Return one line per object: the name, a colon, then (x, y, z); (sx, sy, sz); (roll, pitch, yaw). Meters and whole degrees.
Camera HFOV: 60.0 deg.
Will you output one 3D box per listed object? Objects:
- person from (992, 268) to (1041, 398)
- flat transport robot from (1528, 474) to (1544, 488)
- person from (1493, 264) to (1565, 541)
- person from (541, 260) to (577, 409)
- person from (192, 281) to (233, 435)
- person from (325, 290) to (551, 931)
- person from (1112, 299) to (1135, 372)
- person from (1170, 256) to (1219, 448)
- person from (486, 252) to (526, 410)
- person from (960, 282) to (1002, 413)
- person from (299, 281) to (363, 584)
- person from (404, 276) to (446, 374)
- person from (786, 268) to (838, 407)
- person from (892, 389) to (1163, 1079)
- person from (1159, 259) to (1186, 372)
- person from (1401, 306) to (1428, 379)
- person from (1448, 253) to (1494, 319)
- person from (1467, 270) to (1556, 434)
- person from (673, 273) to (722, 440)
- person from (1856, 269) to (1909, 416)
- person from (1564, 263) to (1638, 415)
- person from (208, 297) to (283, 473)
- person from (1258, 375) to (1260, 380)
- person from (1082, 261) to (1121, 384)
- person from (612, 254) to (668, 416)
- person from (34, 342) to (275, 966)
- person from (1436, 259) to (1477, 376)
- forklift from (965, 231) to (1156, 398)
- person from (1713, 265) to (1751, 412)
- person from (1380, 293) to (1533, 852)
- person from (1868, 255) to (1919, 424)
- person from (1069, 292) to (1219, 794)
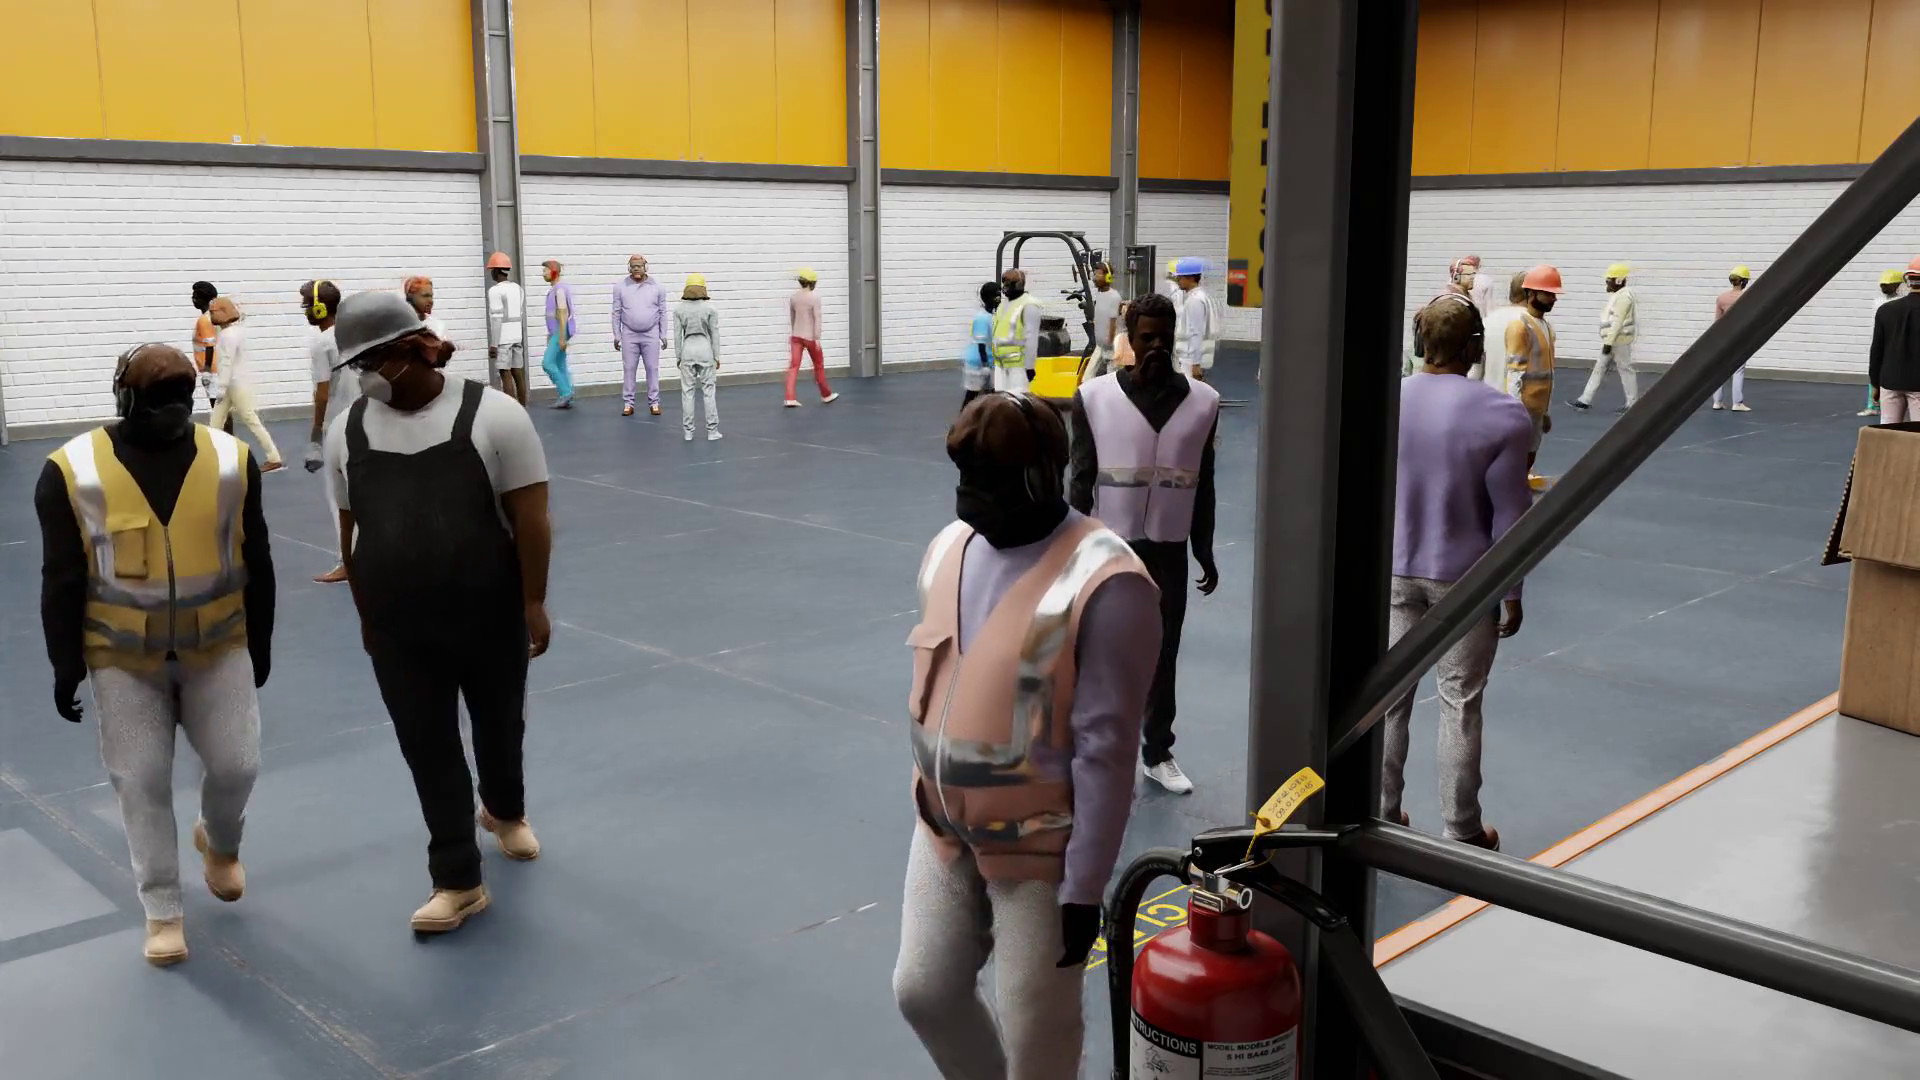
person: (0.593, -1.735, 16.217); (0.721, 1.823, 0.632); (-6, 12, -28)
flat transport robot: (4.138, -0.510, 13.756); (1.431, 0.197, 0.652); (-8, 13, -38)
person: (3.924, -0.915, 11.421); (0.375, 1.933, 0.550); (8, 13, 37)
person: (-4.933, -2.503, 20.371); (0.463, 1.827, 0.599); (-4, 11, -20)
person: (-7.164, -1.626, 15.945); (0.322, 1.696, 0.536); (-2, 11, -13)
person: (-1.647, 0.149, 5.332); (0.712, 2.000, 0.869); (-1, 10, -7)
person: (1.442, -1.141, 13.484); (0.575, 1.625, 0.524); (-8, 13, -36)
person: (2.170, -1.682, 15.607); (0.440, 1.930, 0.640); (1, 10, 8)
person: (-5.125, -2.255, 18.717); (0.369, 1.939, 0.542); (4, 11, 19)
person: (0.326, -1.783, 16.889); (0.785, 1.654, 0.553); (4, 11, 20)
person: (-3.848, -0.664, 10.290); (0.345, 1.852, 0.596); (2, 11, 9)
person: (-3.995, -1.035, 12.387); (0.999, 1.829, 0.582); (7, 12, 33)
person: (-1.898, -2.530, 20.799); (0.545, 1.711, 0.898); (7, 12, 32)
person: (0.105, 0.613, 3.372); (0.461, 1.838, 0.638); (-10, 14, -42)
person: (2.814, -2.823, 22.140); (0.611, 1.818, 0.607); (-3, 11, -14)
person: (3.843, -1.119, 13.524); (0.525, 1.583, 0.785); (6, 12, 31)
person: (7.146, -3.075, 23.338); (0.650, 1.889, 0.592); (6, 12, 29)
person: (3.845, -0.953, 11.779); (0.933, 1.905, 0.639); (-6, 12, -29)
person: (-2.739, -1.909, 17.390); (0.484, 1.735, 0.310); (0, 10, 2)
person: (11.003, -2.318, 19.609); (0.648, 1.746, 0.530); (-3, 11, -16)
person: (7.687, -2.373, 19.739); (0.893, 1.786, 0.612); (2, 11, 10)
person: (-6.499, -1.362, 14.795); (0.852, 1.583, 0.516); (-6, 12, -28)
person: (4.693, -3.080, 23.520); (0.939, 1.831, 0.524); (-1, 10, -5)
person: (1.519, -2.053, 17.859); (0.650, 1.848, 0.515); (-5, 11, -25)
person: (-3.793, -2.424, 19.727); (0.651, 1.906, 0.404); (-2, 11, -10)
person: (-2.372, 0.325, 4.967); (0.646, 1.830, 0.461); (-6, 12, -31)
person: (4.684, -1.679, 15.665); (0.405, 1.911, 0.636); (8, 13, 37)
forklift: (1.222, -2.721, 20.561); (2.313, 2.155, 1.214); (2, 11, 13)
person: (9.426, -2.445, 20.224); (0.308, 1.769, 0.525); (-7, 12, -33)
person: (1.621, 0.139, 5.668); (0.630, 1.940, 0.372); (7, 13, 34)
person: (7.293, -1.188, 12.747); (0.393, 1.995, 0.612); (-7, 13, -35)
person: (0.696, 0.024, 6.345); (0.587, 1.920, 0.394); (-2, 11, -12)
